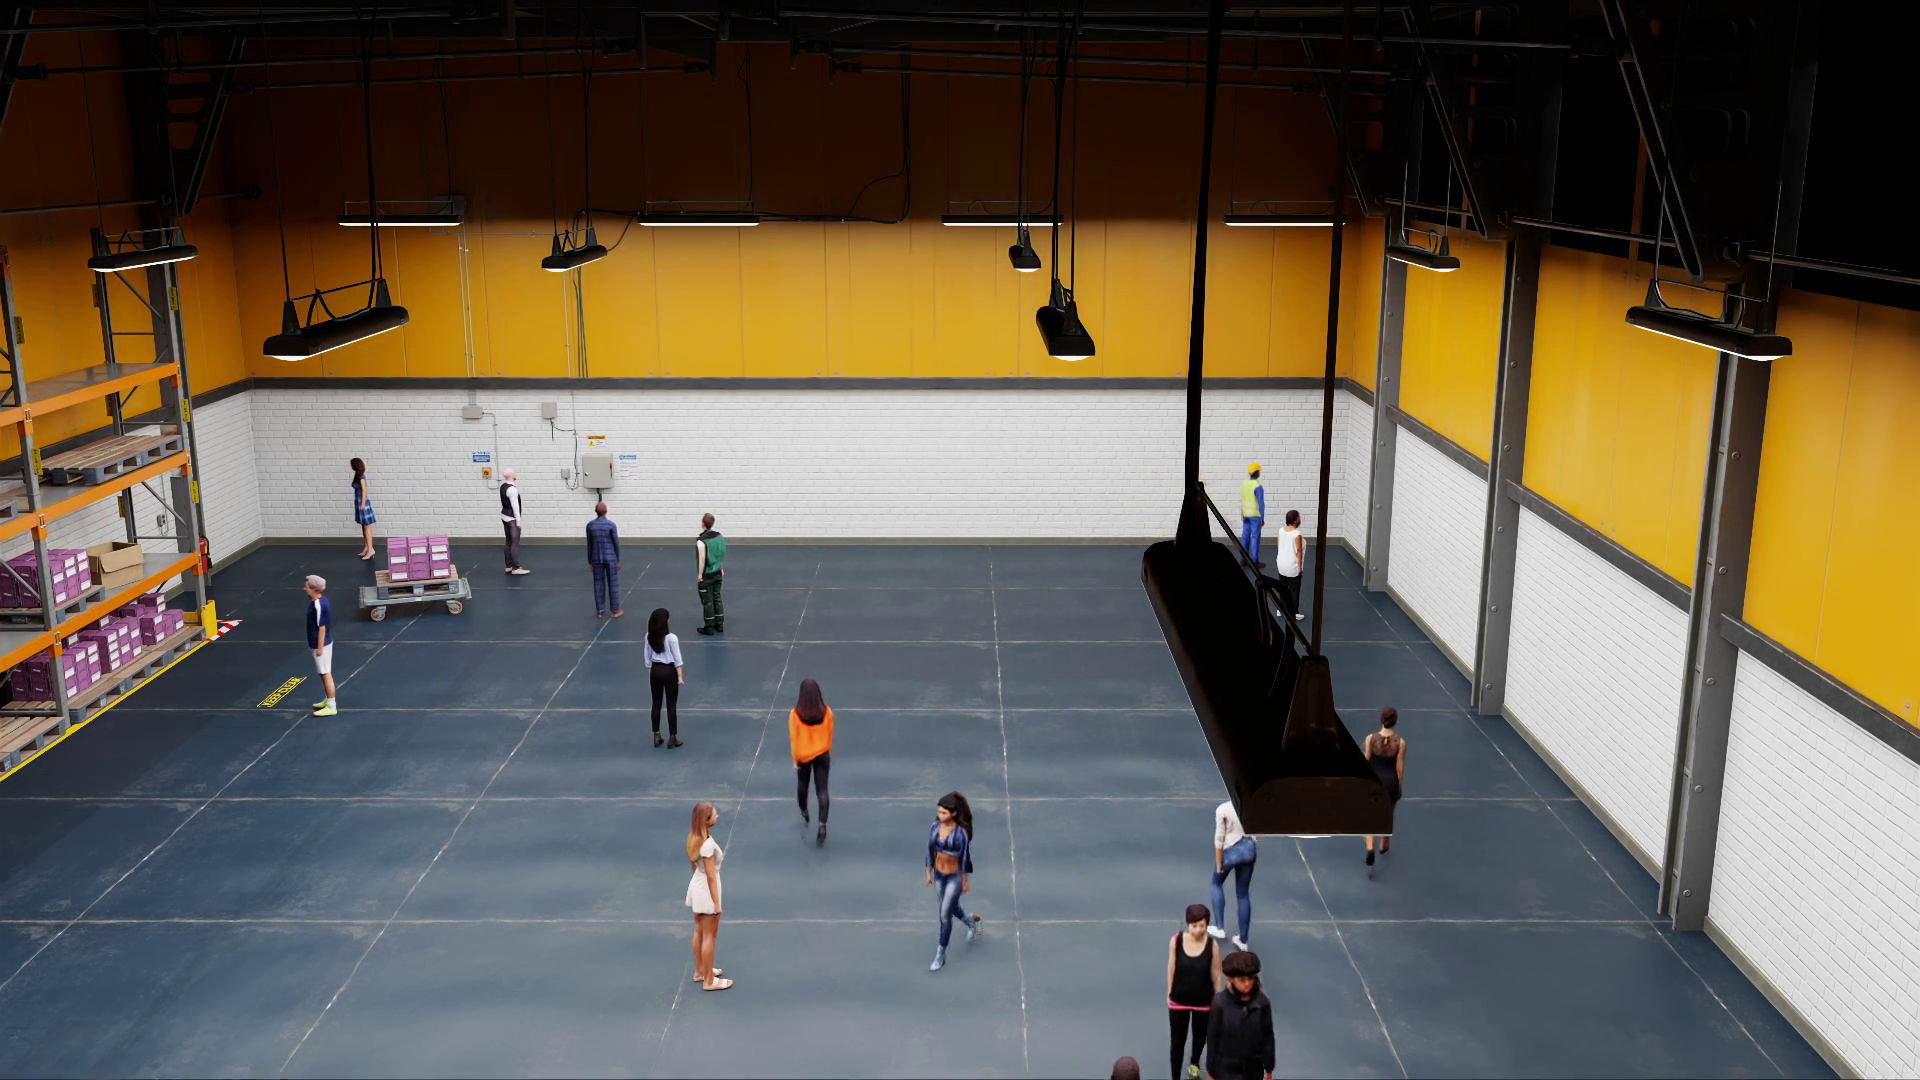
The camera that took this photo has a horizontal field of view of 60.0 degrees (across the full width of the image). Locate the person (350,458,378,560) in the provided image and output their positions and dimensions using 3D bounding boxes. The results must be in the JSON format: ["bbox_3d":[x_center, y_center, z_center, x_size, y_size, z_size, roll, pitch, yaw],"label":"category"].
[{"bbox_3d":[-10.507,-0.565,29.207,0.818,1.807,0.690,-7,15,-28],"label":"person"}]

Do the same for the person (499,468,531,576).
[{"bbox_3d":[-7.595,-0.326,28.187,0.843,1.822,0.754,-11,17,-37],"label":"person"}]

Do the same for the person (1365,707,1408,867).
[{"bbox_3d":[4.256,2.507,16.849,0.788,1.652,1.083,4,14,17],"label":"person"}]

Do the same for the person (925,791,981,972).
[{"bbox_3d":[-0.053,3.010,14.898,0.975,1.594,1.104,10,17,35],"label":"person"}]

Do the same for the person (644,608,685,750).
[{"bbox_3d":[-3.591,1.662,20.143,0.723,1.744,0.679,5,14,19],"label":"person"}]

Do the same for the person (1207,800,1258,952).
[{"bbox_3d":[2.542,2.918,15.045,0.694,1.703,0.760,-3,14,-12],"label":"person"}]

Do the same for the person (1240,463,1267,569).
[{"bbox_3d":[5.032,-0.429,28.634,0.813,1.812,0.700,-9,16,-32],"label":"person"}]

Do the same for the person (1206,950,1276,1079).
[{"bbox_3d":[1.945,3.687,11.771,0.810,1.749,1.202,-3,14,-13],"label":"person"}]

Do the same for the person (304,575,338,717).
[{"bbox_3d":[-8.192,1.329,21.318,0.771,1.839,0.632,-5,15,-22],"label":"person"}]

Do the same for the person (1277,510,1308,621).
[{"bbox_3d":[5.106,0.369,25.606,0.818,1.686,0.709,-7,15,-27],"label":"person"}]

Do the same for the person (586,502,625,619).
[{"bbox_3d":[-5.477,0.297,25.622,0.647,1.819,0.594,0,14,2],"label":"person"}]

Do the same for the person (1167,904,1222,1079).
[{"bbox_3d":[1.813,3.517,12.931,0.629,1.533,0.884,2,14,8],"label":"person"}]

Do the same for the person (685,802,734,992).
[{"bbox_3d":[-2.215,3.069,14.434,0.720,1.697,0.627,-7,15,-27],"label":"person"}]

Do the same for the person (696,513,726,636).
[{"bbox_3d":[-3.734,0.491,24.772,0.800,1.842,0.709,10,17,35],"label":"person"}]

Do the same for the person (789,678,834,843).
[{"bbox_3d":[-1.529,2.333,17.456,0.770,1.706,1.129,-3,14,-11],"label":"person"}]
